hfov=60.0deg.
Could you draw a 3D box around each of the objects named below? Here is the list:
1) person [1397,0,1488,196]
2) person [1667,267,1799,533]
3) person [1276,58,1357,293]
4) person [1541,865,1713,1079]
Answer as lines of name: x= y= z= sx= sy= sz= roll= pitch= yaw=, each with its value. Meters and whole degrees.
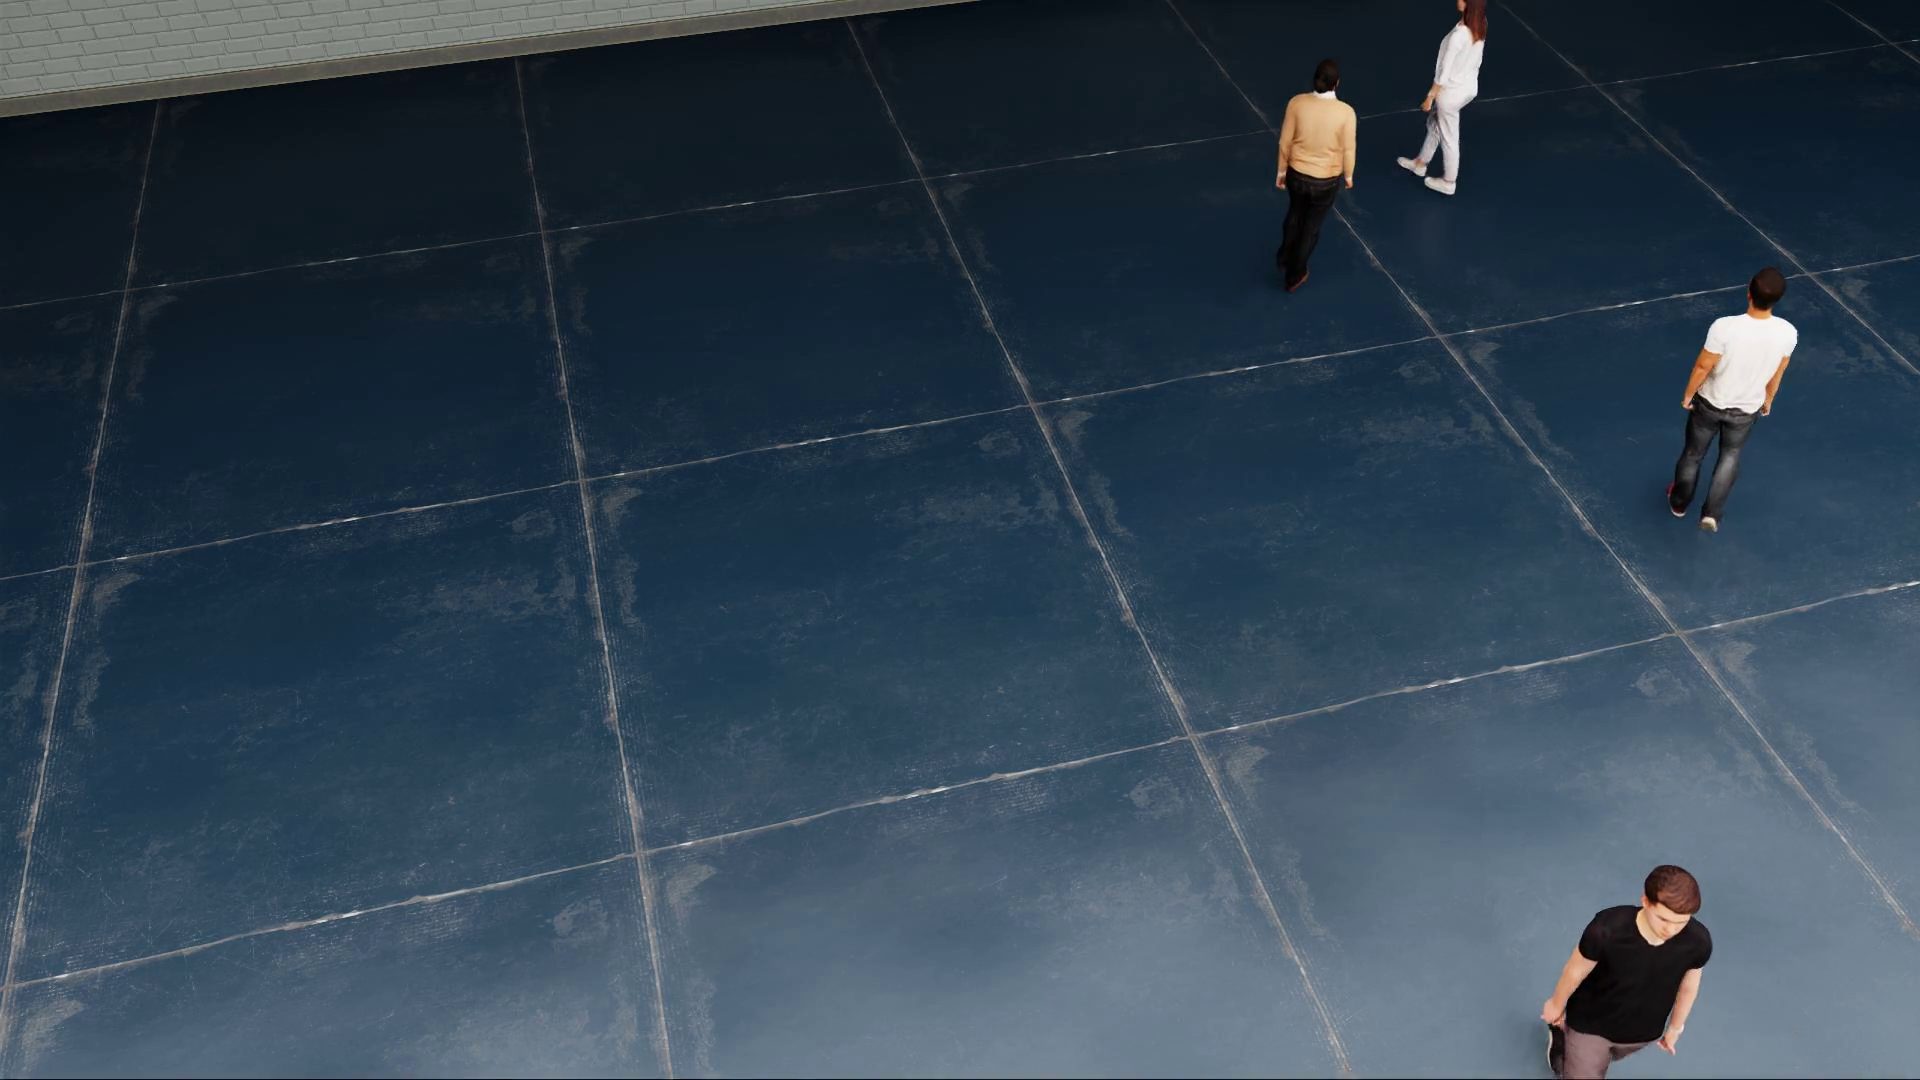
person: x=3.811 y=-3.375 z=12.573 sx=0.929 sy=1.676 sz=0.853 roll=28 pitch=50 yaw=27
person: x=4.488 y=-0.762 z=9.685 sx=0.864 sy=1.798 sz=0.978 roll=8 pitch=44 yaw=8
person: x=2.428 y=-2.492 z=11.580 sx=0.788 sy=1.741 sz=0.855 roll=24 pitch=48 yaw=23
person: x=2.683 y=1.871 z=6.839 sx=0.932 sy=1.835 sz=1.269 roll=2 pitch=43 yaw=2
